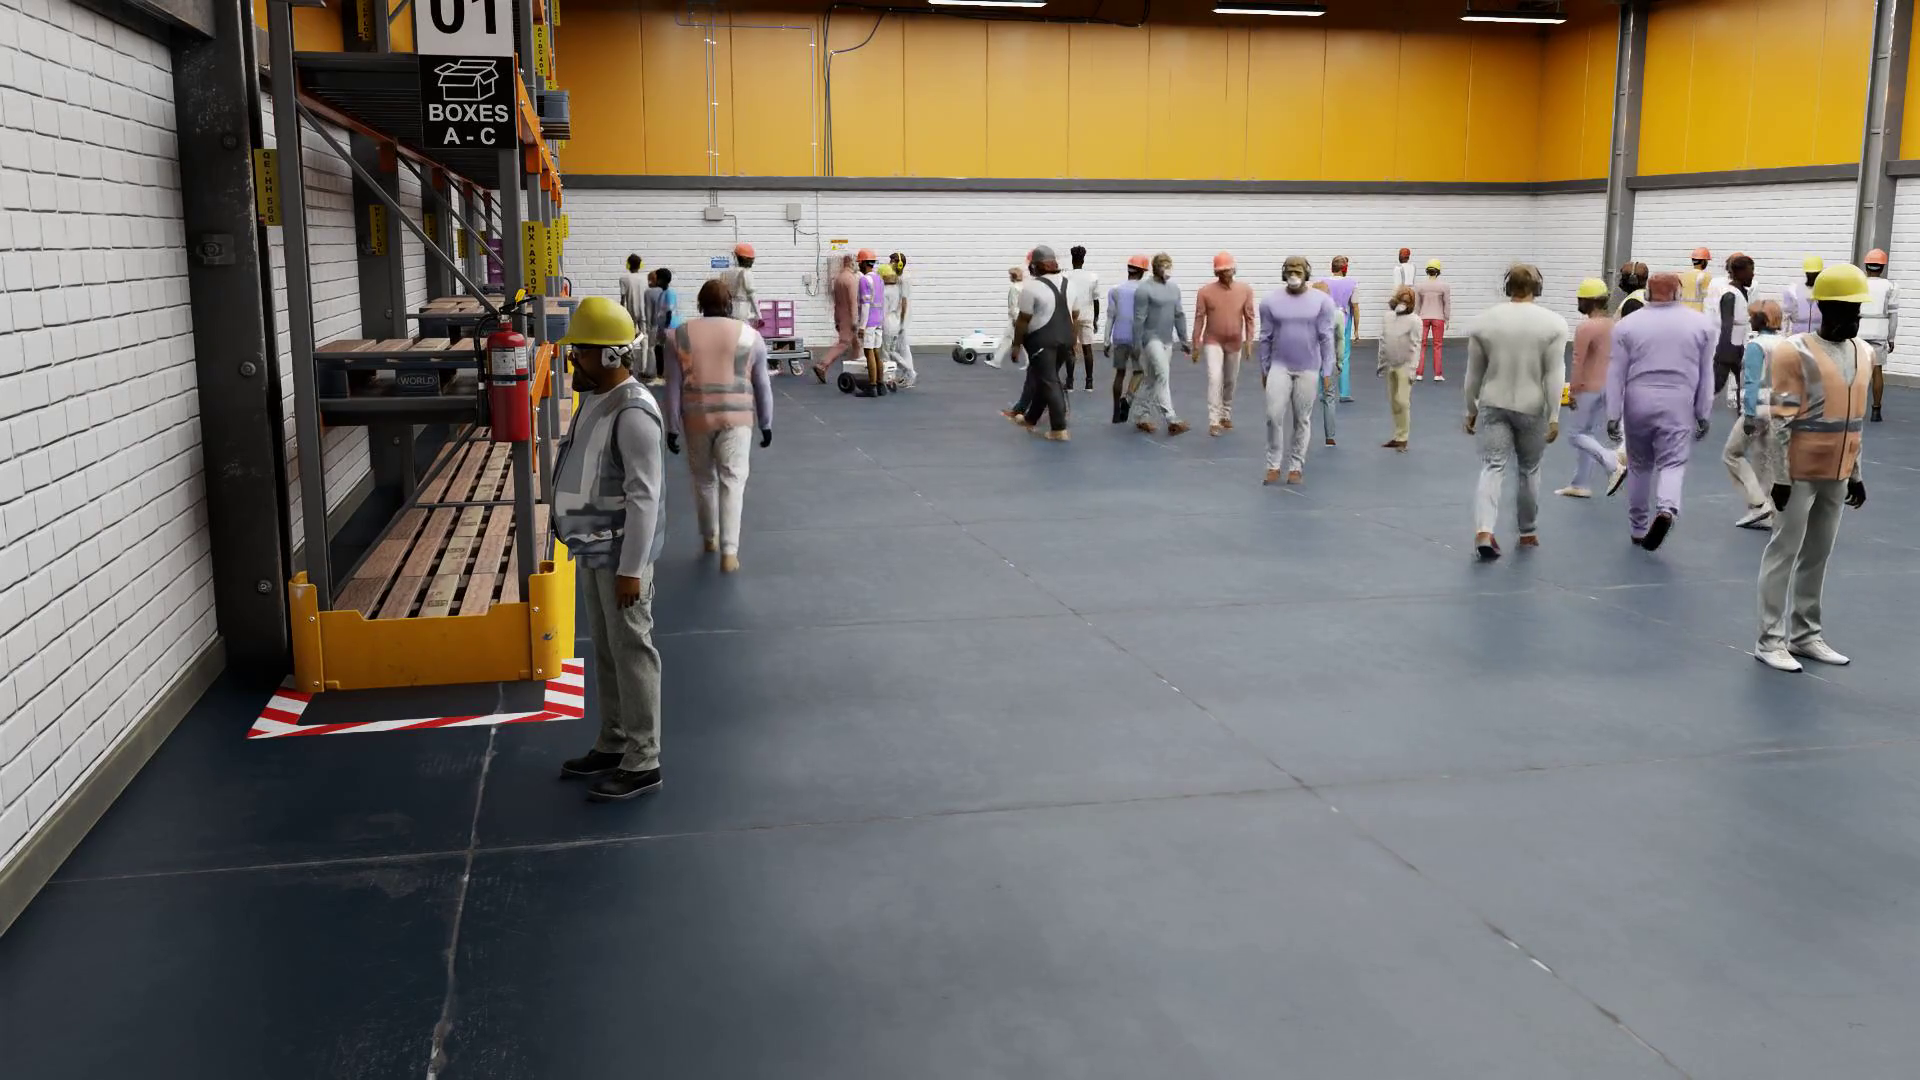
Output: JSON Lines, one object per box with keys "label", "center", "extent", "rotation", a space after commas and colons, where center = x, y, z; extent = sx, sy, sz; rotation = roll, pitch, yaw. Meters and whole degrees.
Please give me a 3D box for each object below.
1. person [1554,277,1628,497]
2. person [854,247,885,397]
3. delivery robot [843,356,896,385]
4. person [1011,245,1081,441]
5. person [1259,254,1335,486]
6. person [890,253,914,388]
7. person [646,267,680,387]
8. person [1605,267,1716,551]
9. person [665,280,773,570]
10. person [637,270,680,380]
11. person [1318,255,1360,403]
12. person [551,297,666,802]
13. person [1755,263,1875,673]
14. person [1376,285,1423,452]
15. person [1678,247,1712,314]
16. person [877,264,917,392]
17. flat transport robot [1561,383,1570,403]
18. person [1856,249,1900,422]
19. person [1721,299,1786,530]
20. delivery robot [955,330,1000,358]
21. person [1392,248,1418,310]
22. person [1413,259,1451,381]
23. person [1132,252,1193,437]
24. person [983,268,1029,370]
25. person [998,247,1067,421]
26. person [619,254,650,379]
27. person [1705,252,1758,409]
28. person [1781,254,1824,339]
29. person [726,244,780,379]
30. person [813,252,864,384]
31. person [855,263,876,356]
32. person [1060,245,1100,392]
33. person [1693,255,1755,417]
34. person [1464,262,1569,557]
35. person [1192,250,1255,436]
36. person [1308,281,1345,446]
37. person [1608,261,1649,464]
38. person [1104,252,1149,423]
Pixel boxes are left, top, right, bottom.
{"label": "person", "center": [4.976, -1.171, 13.002], "extent": [0.537, 1.750, 0.573], "rotation": [-9, 14, -41]}
{"label": "person", "center": [-1.195, -2.822, 21.627], "extent": [0.377, 1.936, 0.549], "rotation": [4, 11, 23]}
{"label": "delivery robot", "center": [-1.209, -2.287, 22.225], "extent": [0.707, 0.478, 0.477], "rotation": [6, 12, 30]}
{"label": "person", "center": [0.841, -2.063, 17.135], "extent": [0.698, 2.000, 1.021], "rotation": [-8, 13, -39]}
{"label": "person", "center": [2.765, -1.386, 13.747], "extent": [0.640, 1.917, 0.660], "rotation": [3, 11, 17]}
{"label": "person", "center": [-0.817, -3.046, 23.086], "extent": [0.331, 1.863, 0.512], "rotation": [-2, 10, -11]}
{"label": "person", "center": [-3.986, -2.950, 23.083], "extent": [0.714, 1.669, 0.528], "rotation": [-6, 12, -29]}
{"label": "person", "center": [4.562, -0.841, 10.866], "extent": [0.666, 1.865, 0.816], "rotation": [4, 11, 22]}
{"label": "person", "center": [-1.512, -0.738, 10.494], "extent": [0.657, 1.787, 0.988], "rotation": [-1, 10, -4]}
{"label": "person", "center": [-4.319, -3.085, 24.037], "extent": [0.575, 1.593, 0.739], "rotation": [-6, 12, -29]}
{"label": "person", "center": [4.725, -2.644, 20.903], "extent": [0.571, 1.840, 0.373], "rotation": [5, 12, 27]}
{"label": "person", "center": [-1.287, 0.032, 6.105], "extent": [0.404, 1.833, 0.590], "rotation": [-6, 12, -29]}
{"label": "person", "center": [4.090, -0.341, 7.910], "extent": [0.588, 1.928, 0.383], "rotation": [-4, 11, -21]}
{"label": "person", "center": [4.263, -1.654, 16.080], "extent": [0.418, 1.610, 0.576], "rotation": [-5, 12, -28]}
{"label": "person", "center": [10.496, -3.203, 23.741], "extent": [0.376, 1.935, 0.550], "rotation": [-4, 11, -23]}
{"label": "person", "center": [-0.909, -2.832, 22.272], "extent": [0.514, 1.726, 0.483], "rotation": [5, 11, 24]}
{"label": "flat transport robot", "center": [7.928, -1.858, 20.903], "extent": [1.431, 0.197, 0.652], "rotation": [-2, 10, -12]}
{"label": "person", "center": [10.238, -2.302, 18.750], "extent": [0.550, 1.935, 0.375], "rotation": [4, 11, 22]}
{"label": "person", "center": [5.604, -0.873, 11.670], "extent": [0.545, 1.622, 0.373], "rotation": [-8, 13, -39]}
{"label": "delivery robot", "center": [0.294, -3.236, 27.492], "extent": [0.707, 0.478, 0.477], "rotation": [-4, 11, -19]}
{"label": "person", "center": [8.253, -4.487, 31.009], "extent": [0.574, 1.883, 0.356], "rotation": [-7, 12, -33]}
{"label": "person", "center": [6.818, -3.173, 24.049], "extent": [0.525, 1.769, 0.313], "rotation": [5, 11, 24]}
{"label": "person", "center": [2.171, -2.029, 17.349], "extent": [0.951, 1.900, 0.635], "rotation": [10, 14, 43]}
{"label": "person", "center": [0.801, -3.454, 26.071], "extent": [0.842, 1.594, 0.529], "rotation": [5, 11, 25]}
{"label": "person", "center": [0.813, -2.276, 18.578], "extent": [0.989, 1.947, 0.641], "rotation": [-4, 11, -19]}
{"label": "person", "center": [-4.787, -3.305, 24.641], "extent": [0.517, 1.819, 0.982], "rotation": [-3, 11, -16]}
{"label": "person", "center": [9.319, -2.528, 20.142], "extent": [0.572, 1.886, 0.355], "rotation": [3, 11, 15]}
{"label": "person", "center": [9.871, -2.376, 19.332], "extent": [0.597, 1.888, 0.905], "rotation": [6, 12, 29]}
{"label": "person", "center": [-3.086, -3.191, 23.583], "extent": [1.103, 1.979, 0.597], "rotation": [-5, 12, -27]}
{"label": "person", "center": [-1.650, -3.151, 23.667], "extent": [0.920, 1.871, 0.646], "rotation": [-4, 11, -20]}
{"label": "person", "center": [-1.512, -3.641, 26.468], "extent": [0.404, 1.827, 0.600], "rotation": [4, 11, 23]}
{"label": "person", "center": [1.580, -2.964, 22.333], "extent": [0.611, 1.964, 0.364], "rotation": [-2, 10, -9]}
{"label": "person", "center": [7.969, -2.017, 17.332], "extent": [0.930, 1.888, 0.602], "rotation": [8, 13, 38]}
{"label": "person", "center": [3.551, -0.824, 10.714], "extent": [0.646, 1.918, 0.912], "rotation": [6, 12, 31]}
{"label": "person", "center": [2.783, -2.095, 17.605], "extent": [0.636, 1.947, 0.954], "rotation": [-1, 10, -4]}
{"label": "person", "center": [3.545, -1.734, 16.442], "extent": [0.497, 1.632, 0.289], "rotation": [1, 10, 5]}
{"label": "person", "center": [6.122, -1.620, 15.233], "extent": [0.429, 1.842, 0.635], "rotation": [5, 12, 27]}
{"label": "person", "center": [1.844, -2.213, 18.339], "extent": [0.574, 1.912, 0.676], "rotation": [5, 11, 24]}
